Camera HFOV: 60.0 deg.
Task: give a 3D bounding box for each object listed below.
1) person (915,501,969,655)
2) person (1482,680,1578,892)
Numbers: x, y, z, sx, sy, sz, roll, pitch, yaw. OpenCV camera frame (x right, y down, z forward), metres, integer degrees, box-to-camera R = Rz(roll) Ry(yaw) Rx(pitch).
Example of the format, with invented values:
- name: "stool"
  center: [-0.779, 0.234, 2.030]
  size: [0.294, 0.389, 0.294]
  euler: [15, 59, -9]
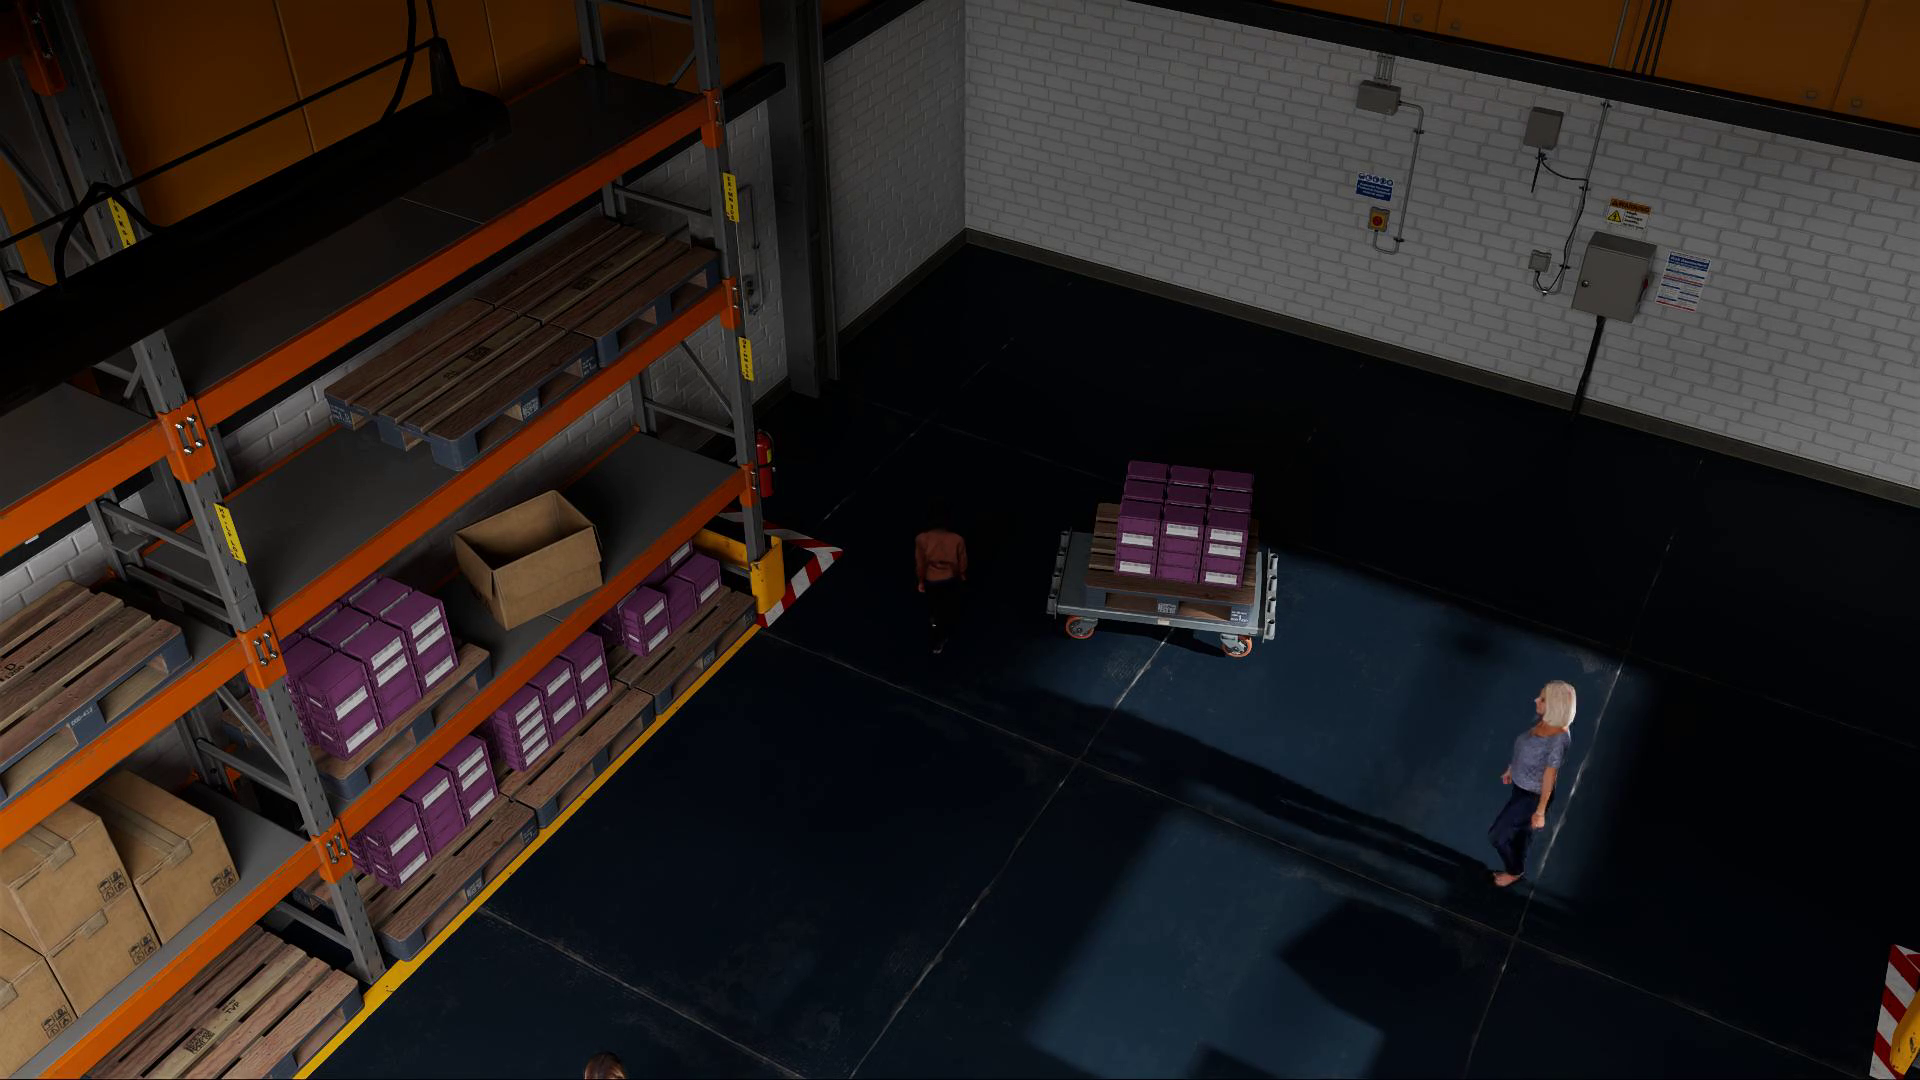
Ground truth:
- name: "person"
  center: [-0.153, 0.293, 11.903]
  size: [0.664, 1.236, 0.803]
  euler: [7, 39, 9]
- name: "person"
  center: [3.521, 1.504, 10.002]
  size: [0.745, 1.716, 0.618]
  euler: [5, 39, 6]
